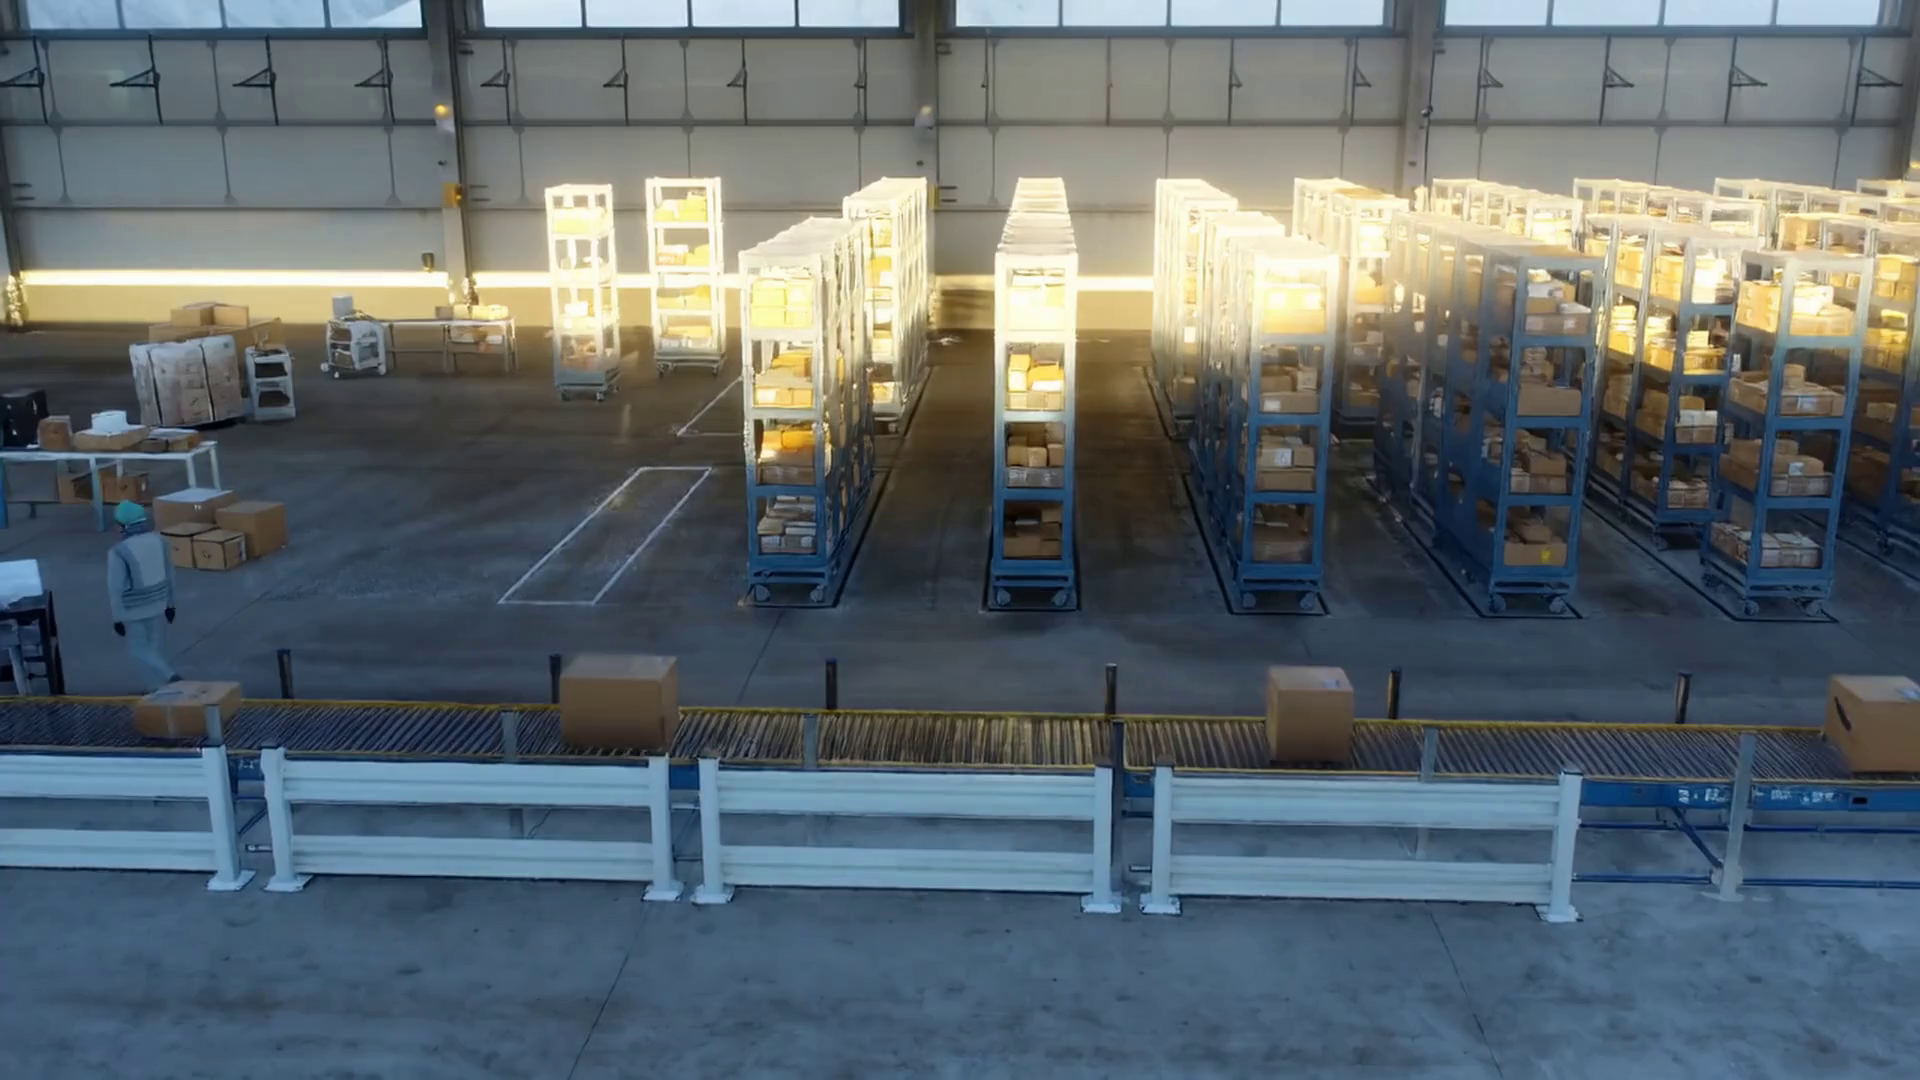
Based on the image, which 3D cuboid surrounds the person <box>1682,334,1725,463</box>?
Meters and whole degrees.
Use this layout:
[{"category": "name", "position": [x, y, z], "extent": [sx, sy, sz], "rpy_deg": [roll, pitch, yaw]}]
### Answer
[{"category": "person", "position": [10.467, -1.992, 23.447], "extent": [0.469, 1.834, 0.587], "rpy_deg": [2, 15, 8]}]

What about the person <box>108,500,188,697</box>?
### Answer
[{"category": "person", "position": [-6.858, 0.556, 14.038], "extent": [0.654, 1.810, 0.602], "rpy_deg": [5, 16, 19]}]
